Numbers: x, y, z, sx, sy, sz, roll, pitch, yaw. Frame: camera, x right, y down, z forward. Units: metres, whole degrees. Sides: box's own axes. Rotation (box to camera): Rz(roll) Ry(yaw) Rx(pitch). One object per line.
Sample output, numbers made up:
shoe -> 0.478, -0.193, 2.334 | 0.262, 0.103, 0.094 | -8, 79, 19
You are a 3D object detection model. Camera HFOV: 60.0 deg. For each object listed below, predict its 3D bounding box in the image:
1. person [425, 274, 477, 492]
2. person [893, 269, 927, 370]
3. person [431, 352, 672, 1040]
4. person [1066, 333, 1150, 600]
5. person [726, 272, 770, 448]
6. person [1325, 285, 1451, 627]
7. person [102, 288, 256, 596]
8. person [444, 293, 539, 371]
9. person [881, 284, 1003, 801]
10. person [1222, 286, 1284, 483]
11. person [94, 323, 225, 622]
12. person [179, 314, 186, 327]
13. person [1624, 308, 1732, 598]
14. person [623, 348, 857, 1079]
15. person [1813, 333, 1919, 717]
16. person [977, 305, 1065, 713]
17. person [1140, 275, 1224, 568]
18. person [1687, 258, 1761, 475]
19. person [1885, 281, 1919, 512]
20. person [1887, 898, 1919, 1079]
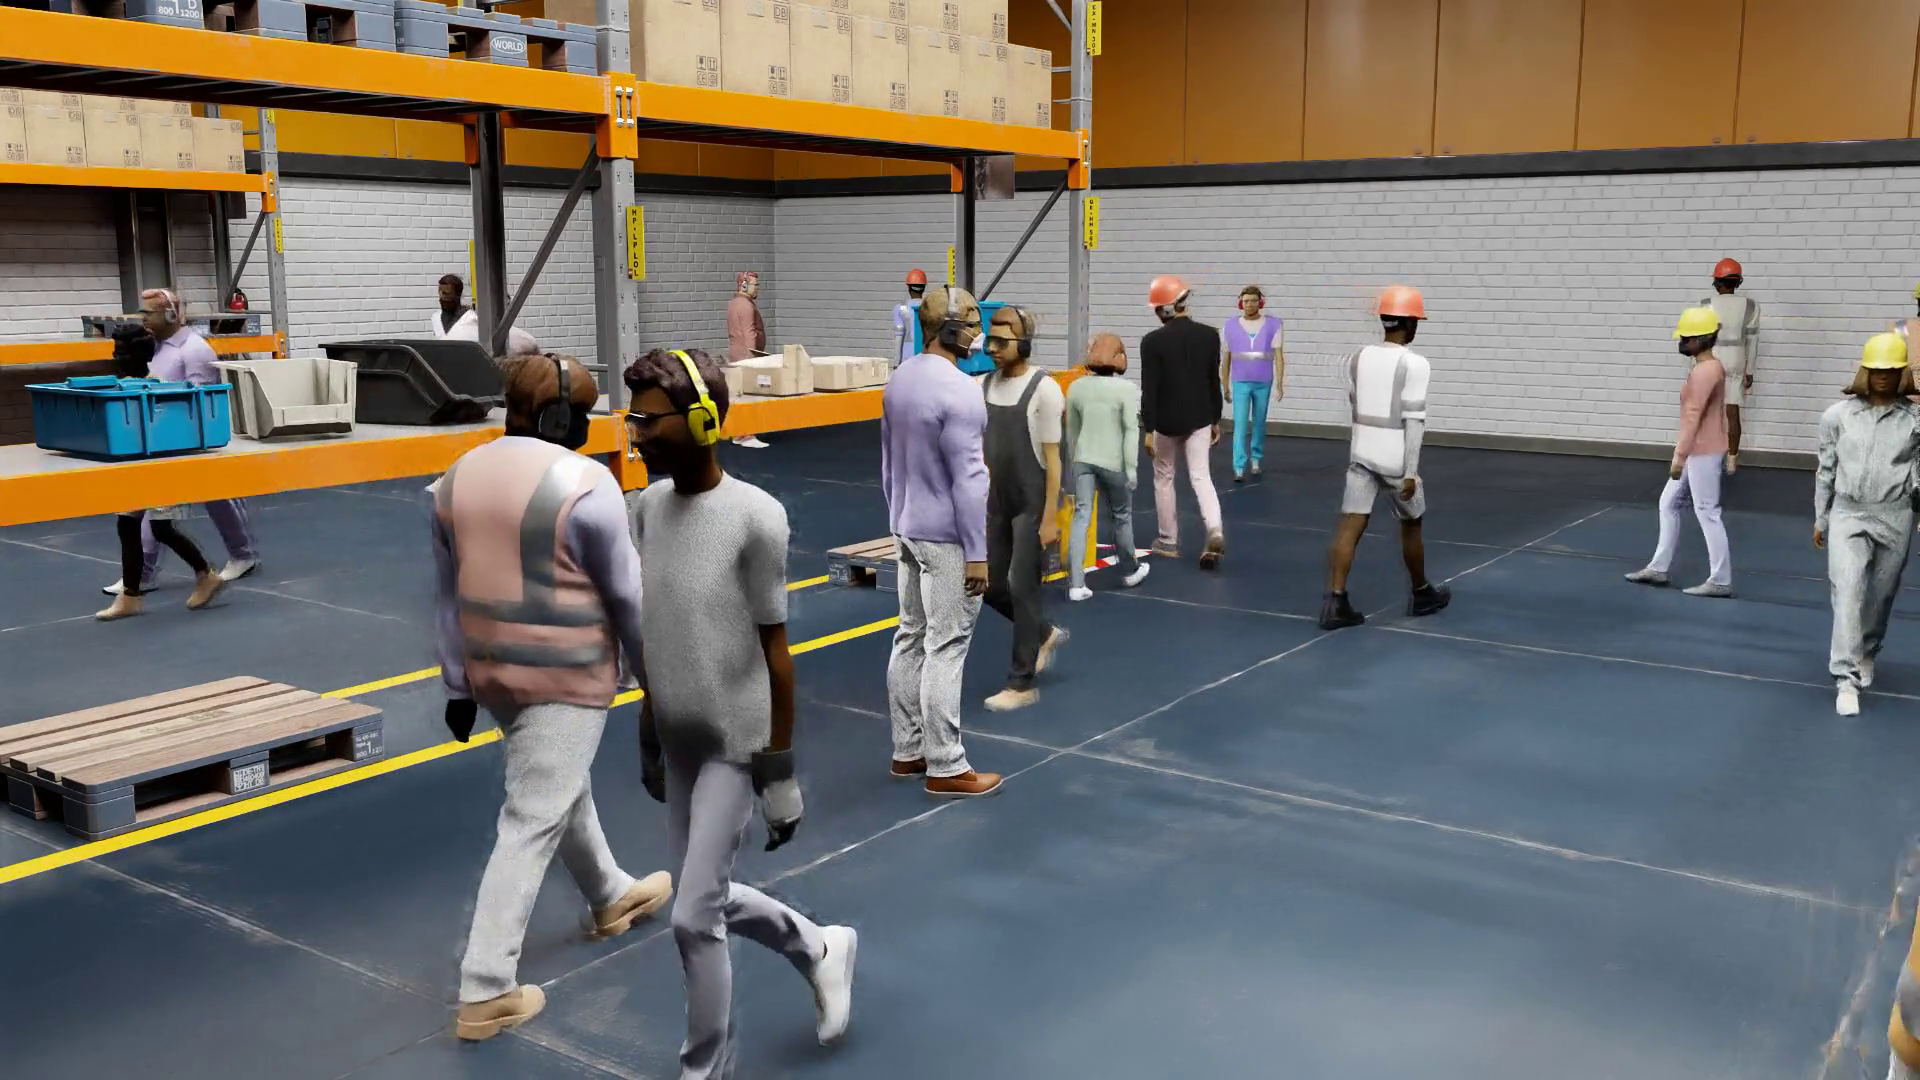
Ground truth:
person -> -4.429, -1.347, 14.469 | 0.629, 1.895, 0.692 | 5, 11, 28
person -> -0.470, -1.950, 17.957 | 0.552, 1.935, 0.369 | -3, 10, -20
person -> -1.111, 0.380, 4.574 | 0.609, 1.781, 0.974 | 7, 12, 35
person -> 0.887, -0.455, 10.071 | 0.519, 1.579, 0.842 | 6, 11, 31
person -> -2.309, -1.957, 18.104 | 0.399, 1.905, 0.642 | -4, 10, -22
person -> 2.386, -0.464, 9.268 | 0.995, 1.883, 0.565 | -8, 12, -39
person -> -4.811, -0.613, 10.259 | 0.657, 1.863, 0.996 | 4, 10, 24
person -> -2.936, -0.681, 10.539 | 0.644, 1.896, 0.398 | 1, 10, 4
person -> -0.082, 0.008, 6.299 | 0.351, 1.936, 0.634 | -5, 11, -28
person -> 2.717, -1.463, 15.500 | 0.573, 1.801, 0.978 | 1, 10, 8
person -> -4.592, -0.395, 9.462 | 0.542, 1.677, 0.672 | 7, 12, 36
person -> -6.487, -1.069, 13.684 | 0.525, 1.610, 0.751 | 3, 10, 15
person -> 4.355, -0.528, 10.059 | 0.756, 1.735, 0.536 | 5, 11, 29
person -> -0.520, 0.469, 3.885 | 0.540, 1.844, 0.763 | 9, 13, 42
person -> 4.198, -0.102, 7.651 | 0.498, 1.705, 0.876 | 4, 10, 24
person -> 0.301, -0.150, 7.566 | 0.536, 1.830, 0.523 | -9, 13, -44
person -> 1.500, -0.791, 11.048 | 0.630, 1.940, 0.958 | -3, 10, -15
person -> 7.211, -1.635, 15.756 | 0.607, 2.048, 0.368 | 2, 10, 9
person -> 7.805, -1.183, 13.530 | 0.598, 1.897, 0.878 | 3, 10, 18
person -> 1.125, 0.831, 1.575 | 0.982, 1.887, 0.580 | -9, 13, -43
